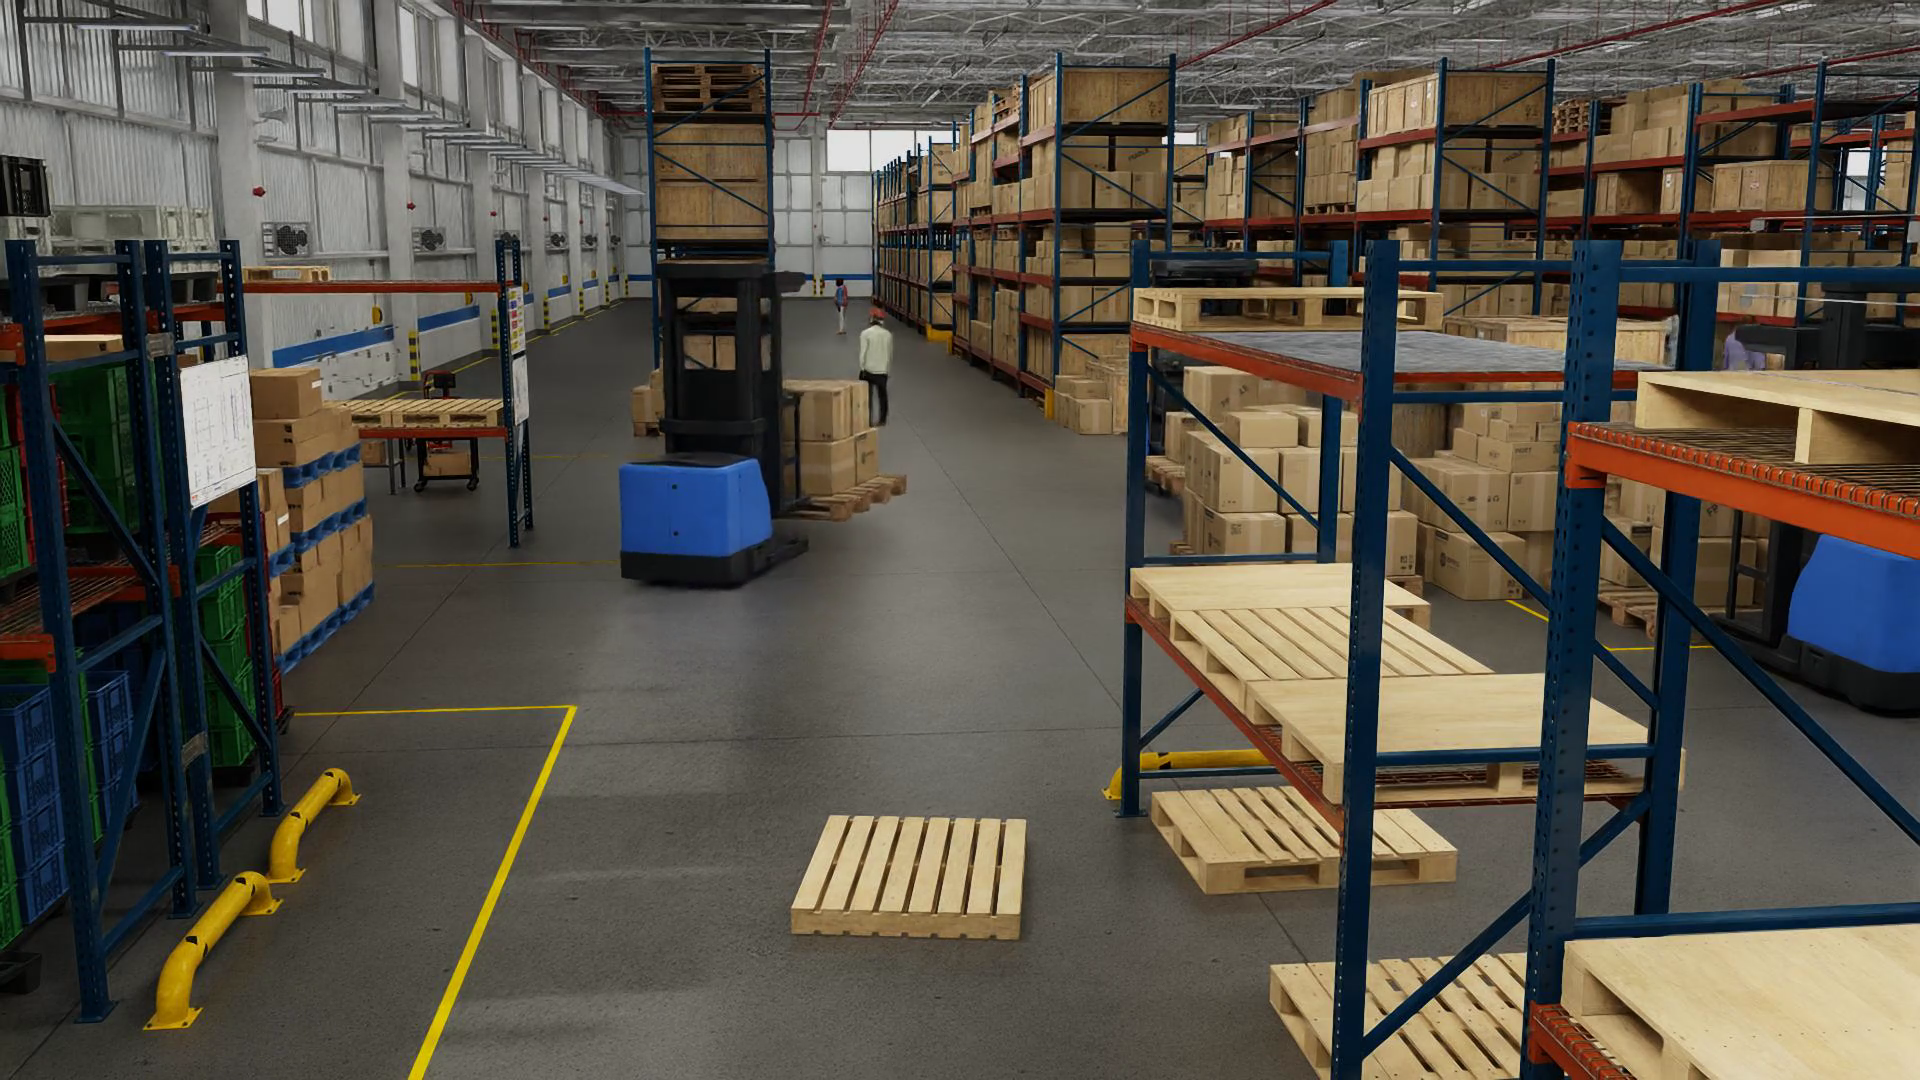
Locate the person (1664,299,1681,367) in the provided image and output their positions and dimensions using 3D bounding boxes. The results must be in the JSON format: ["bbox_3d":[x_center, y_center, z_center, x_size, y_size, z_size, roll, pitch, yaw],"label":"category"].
[{"bbox_3d":[13.736,-3.649,31.730,0.629,1.946,0.431,-2,10,-9],"label":"person"}]

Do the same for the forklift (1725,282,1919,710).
[{"bbox_3d":[6.244,-0.417,11.245,1.129,2.768,1.873,-1,10,-6],"label":"forklift"}]

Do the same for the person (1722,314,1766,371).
[{"bbox_3d":[12.036,-2.492,25.397,0.754,1.910,0.666,-3,11,-18],"label":"person"}]

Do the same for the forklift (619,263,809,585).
[{"bbox_3d":[-2.257,-1.117,15.124,1.129,2.768,1.873,3,11,16],"label":"forklift"}]

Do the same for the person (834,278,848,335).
[{"bbox_3d":[-3.841,-7.524,53.546,0.429,1.836,0.634,2,10,9],"label":"person"}]

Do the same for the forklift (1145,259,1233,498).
[{"bbox_3d":[2.765,-2.018,20.116,1.129,2.768,1.873,-1,10,-6],"label":"forklift"}]

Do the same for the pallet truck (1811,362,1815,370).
[{"bbox_3d":[15.846,-3.142,28.793,1.885,1.965,0.823,2,10,12],"label":"pallet truck"}]

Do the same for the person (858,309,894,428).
[{"bbox_3d":[-1.383,-2.744,26.759,0.627,1.948,0.584,-6,12,-31],"label":"person"}]
